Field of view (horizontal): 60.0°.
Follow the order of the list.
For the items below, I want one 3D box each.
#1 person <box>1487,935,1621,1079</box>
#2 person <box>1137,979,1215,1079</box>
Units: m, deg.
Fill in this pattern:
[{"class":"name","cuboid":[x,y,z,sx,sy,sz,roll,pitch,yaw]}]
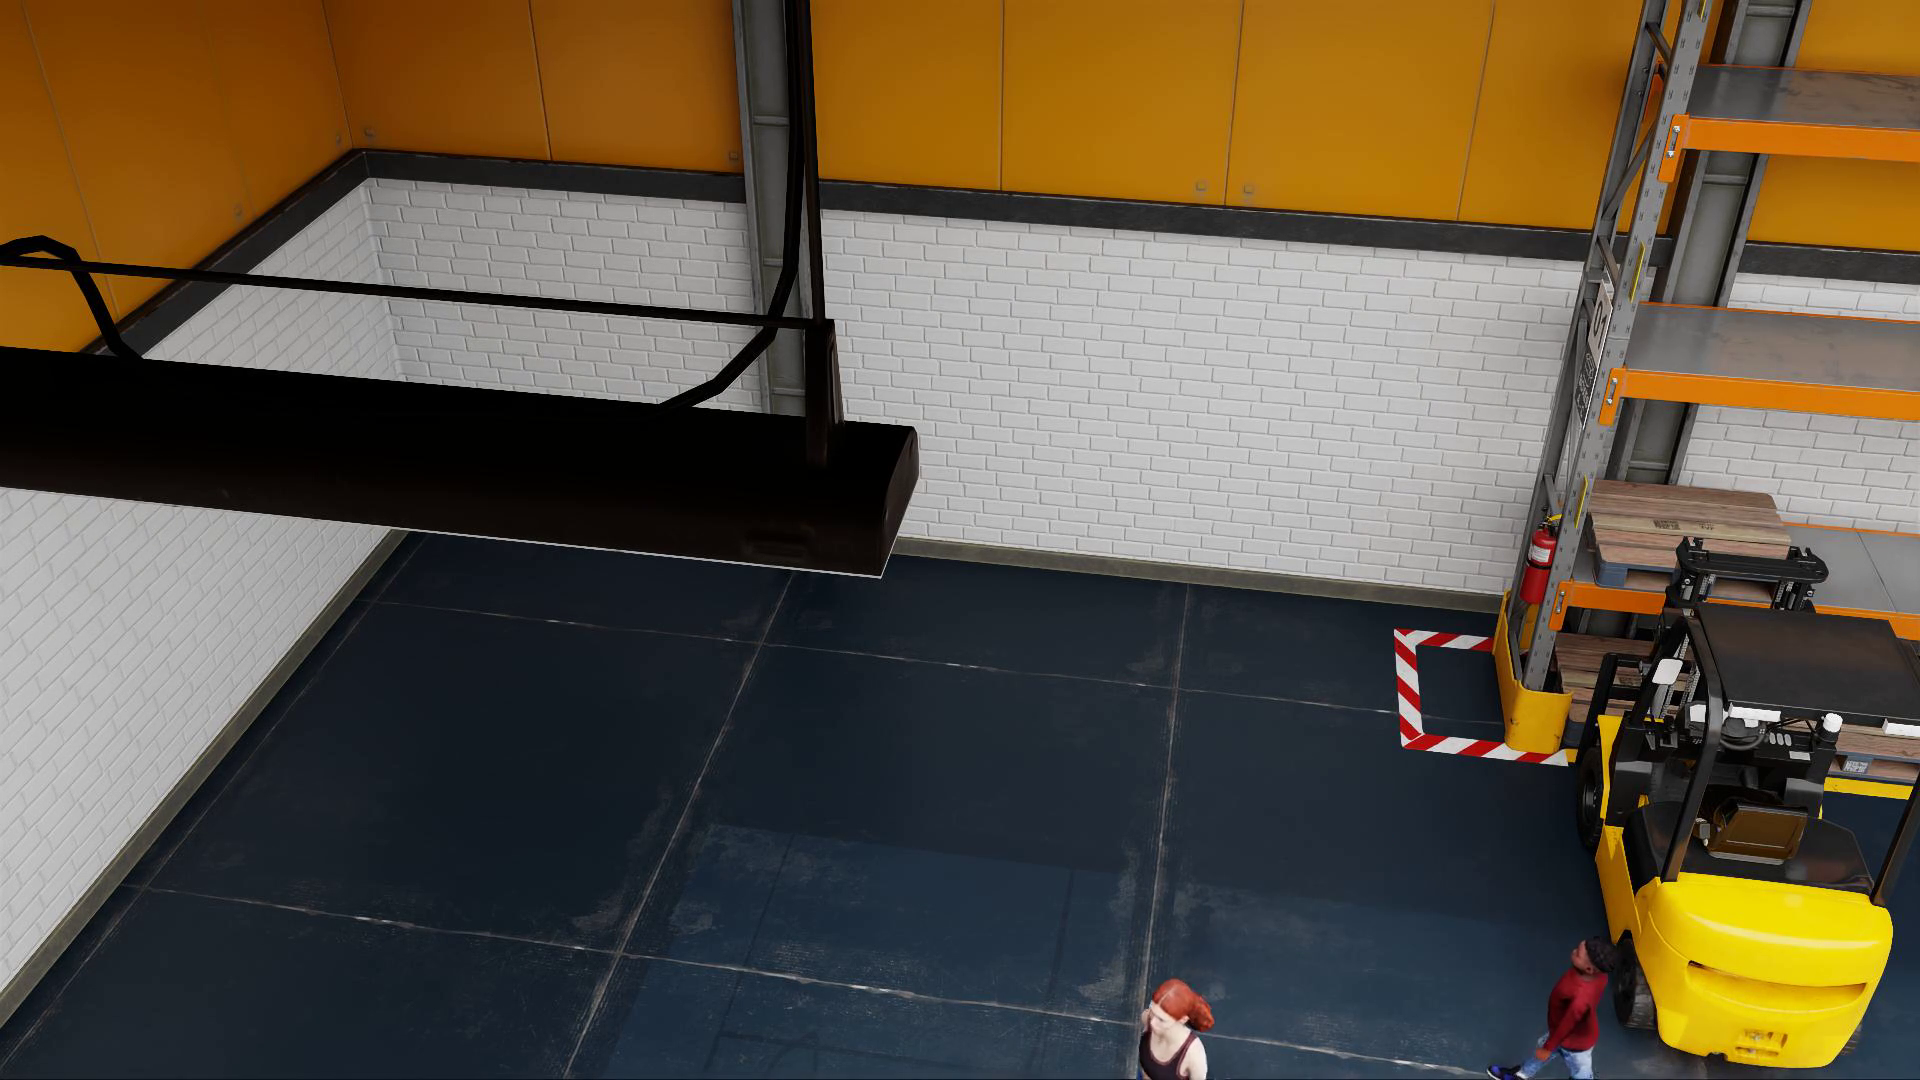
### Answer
[{"class":"person","cuboid":[3.129,2.493,8.315,0.934,1.226,0.696,18,38,25]},{"class":"person","cuboid":[1.012,2.616,7.657,1.052,1.760,1.025,-22,40,-30]}]
